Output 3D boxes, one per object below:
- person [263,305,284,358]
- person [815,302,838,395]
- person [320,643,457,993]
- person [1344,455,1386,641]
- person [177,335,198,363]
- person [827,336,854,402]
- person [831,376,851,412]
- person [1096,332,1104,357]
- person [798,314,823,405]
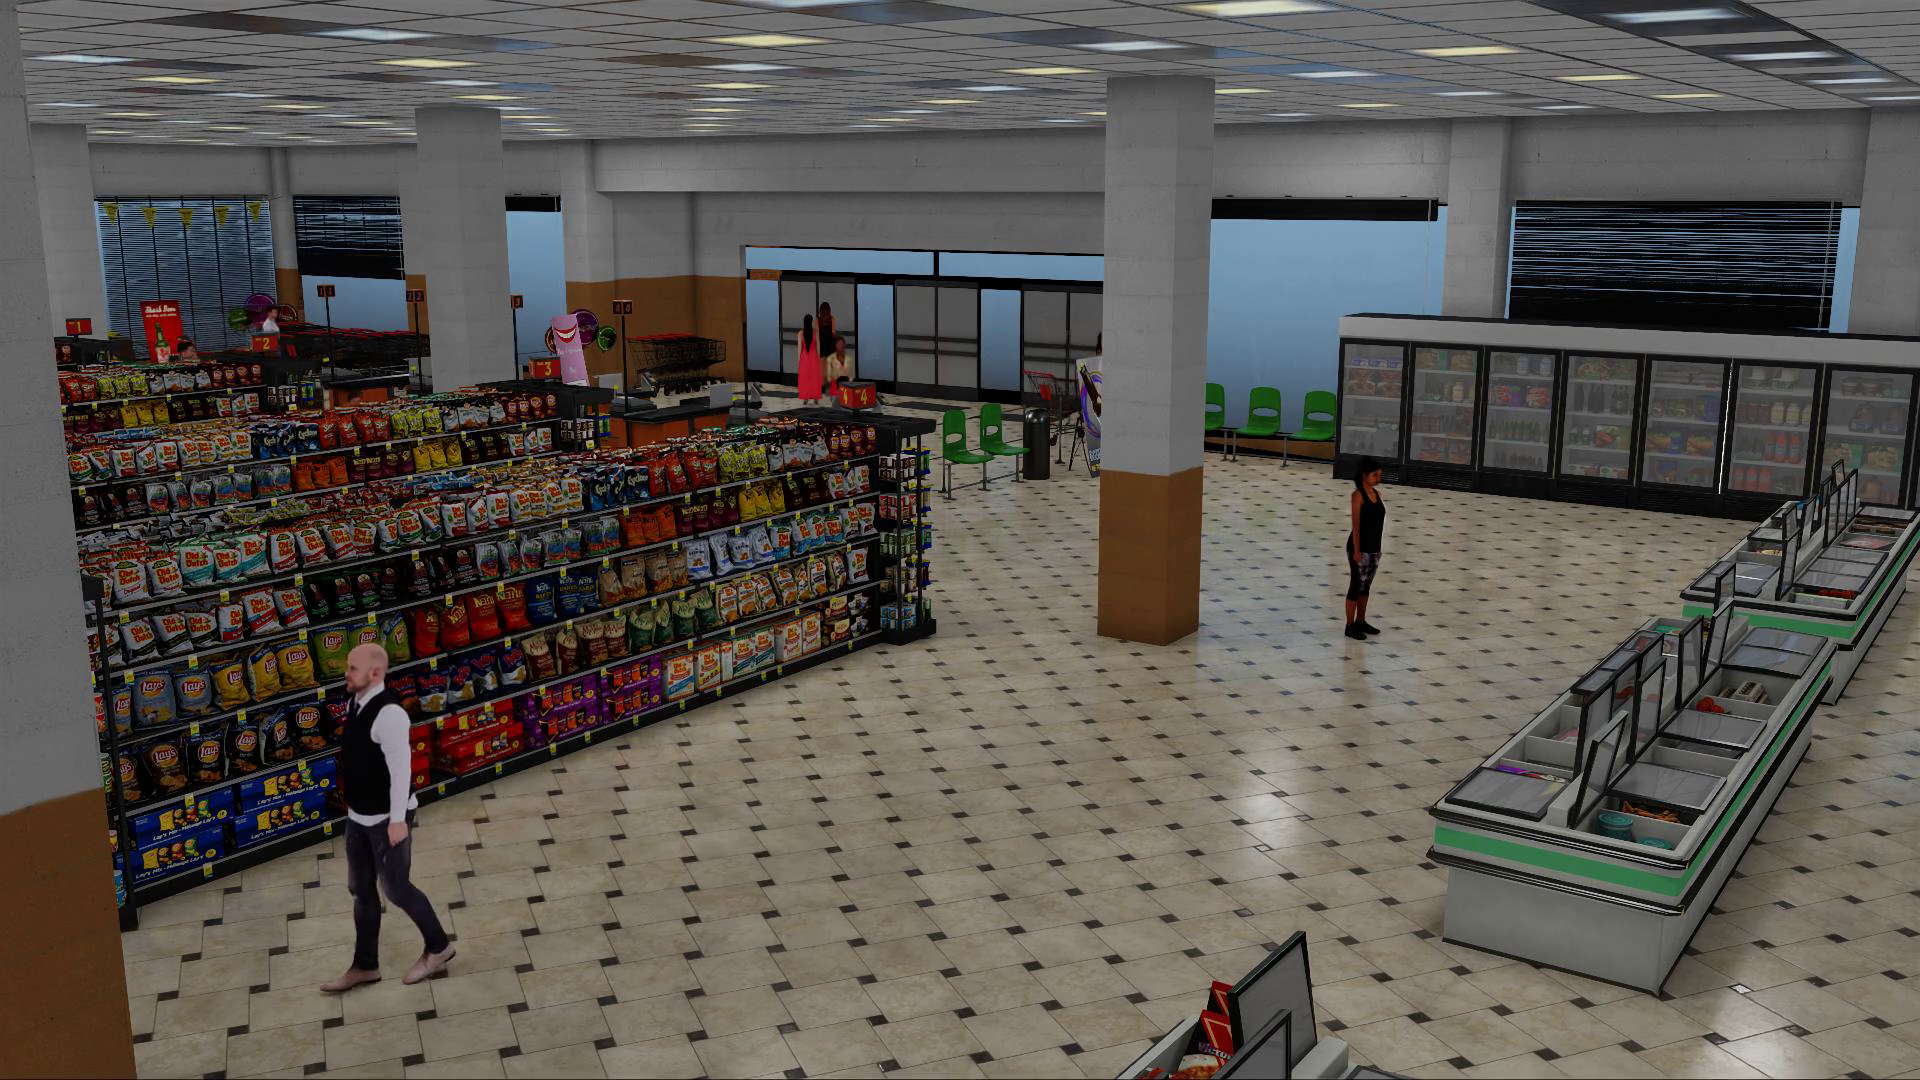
[{"bbox_3d":[-13.473,-3.617,32.307,1.235,1.815,1.203,-2,12,-9],"label":"person"},{"bbox_3d":[-2.698,-3.866,33.444,0.672,1.834,0.709,-1,12,-3],"label":"person"},{"bbox_3d":[-2.902,1.401,8.470,0.961,1.818,0.805,-11,16,-42],"label":"person"},{"bbox_3d":[3.695,0.054,15.217,0.662,1.674,0.481,11,16,41],"label":"person"},{"bbox_3d":[-12.688,-2.533,27.437,0.583,1.702,0.516,6,14,28],"label":"person"},{"bbox_3d":[-1.909,-2.309,26.195,1.032,1.774,0.972,-5,13,-22],"label":"person"},{"bbox_3d":[-1.596,-1.175,20.994,1.172,1.698,1.232,1,12,3],"label":"person"},{"bbox_3d":[2.361,-2.755,28.706,1.039,1.612,1.092,1,12,3],"label":"person"},{"bbox_3d":[-2.872,-3.432,31.645,0.706,1.725,0.774,-3,12,-12],"label":"person"}]
